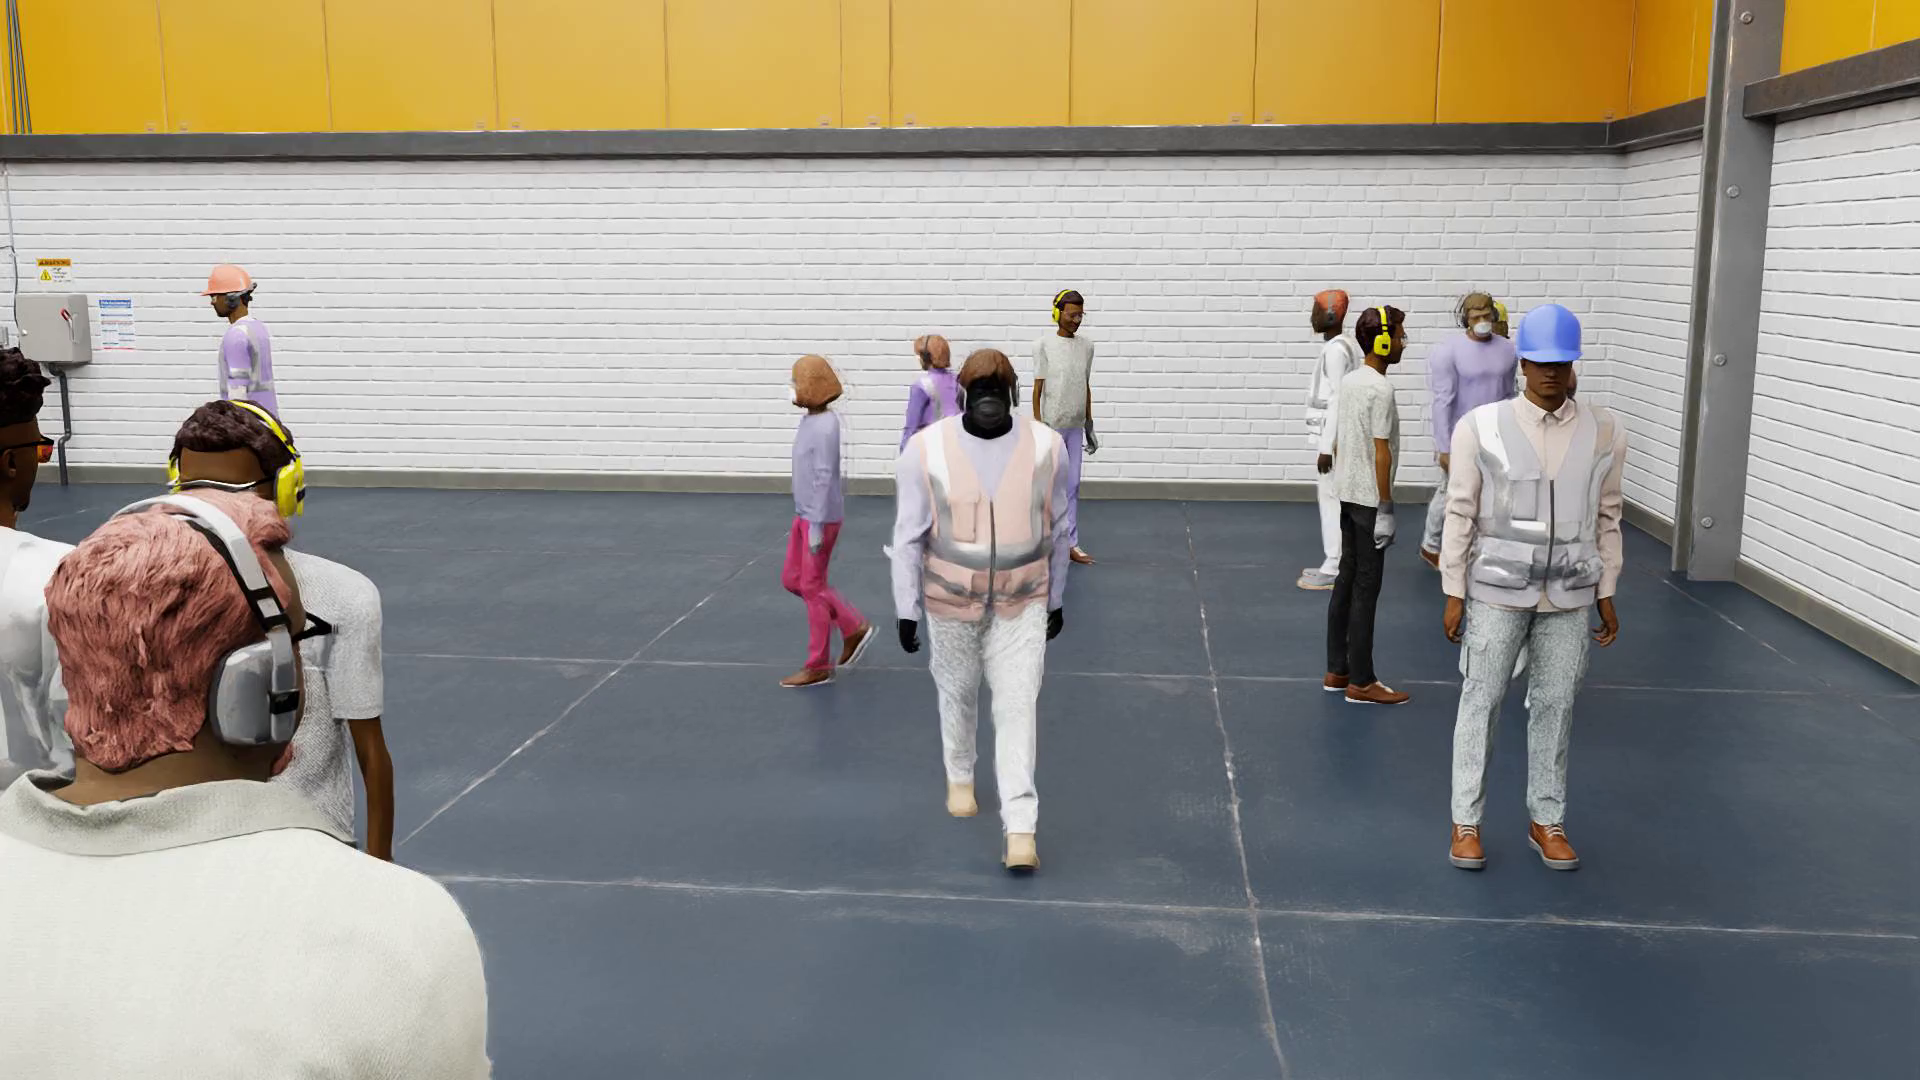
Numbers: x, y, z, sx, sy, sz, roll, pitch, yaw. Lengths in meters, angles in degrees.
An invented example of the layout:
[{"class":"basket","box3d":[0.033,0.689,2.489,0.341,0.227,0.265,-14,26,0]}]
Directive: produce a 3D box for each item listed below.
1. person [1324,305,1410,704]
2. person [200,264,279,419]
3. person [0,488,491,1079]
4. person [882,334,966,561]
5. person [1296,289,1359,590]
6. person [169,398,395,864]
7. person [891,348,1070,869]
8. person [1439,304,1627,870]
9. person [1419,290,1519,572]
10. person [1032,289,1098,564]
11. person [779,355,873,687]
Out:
[{"class":"person","box3d":[1.933,-0.169,7.870,0.332,1.872,0.514,-2,10,-10]},{"class":"person","box3d":[-4.646,-0.758,10.793,0.402,2.036,0.602,-1,10,-8]},{"class":"person","box3d":[-0.704,0.899,1.648,0.644,1.907,0.399,2,10,12]},{"class":"person","box3d":[-0.206,-0.503,10.560,0.865,1.583,0.535,7,12,35]},{"class":"person","box3d":[2.322,-0.624,10.444,0.364,1.878,0.604,3,10,17]},{"class":"person","box3d":[-1.339,0.651,3.220,0.523,1.860,0.318,2,10,12]},{"class":"person","box3d":[0.077,0.210,5.950,0.647,1.787,0.975,-1,10,-3]},{"class":"person","box3d":[1.953,0.173,5.685,0.616,1.945,0.404,0,10,2]},{"class":"person","box3d":[3.235,-0.644,10.586,0.637,1.885,1.032,-3,10,-17]},{"class":"person","box3d":[0.709,-0.746,11.195,0.507,1.865,0.329,-6,12,-33]},{"class":"person","box3d":[-0.681,-0.092,8.126,0.409,1.618,0.509,-3,10,-18]}]
